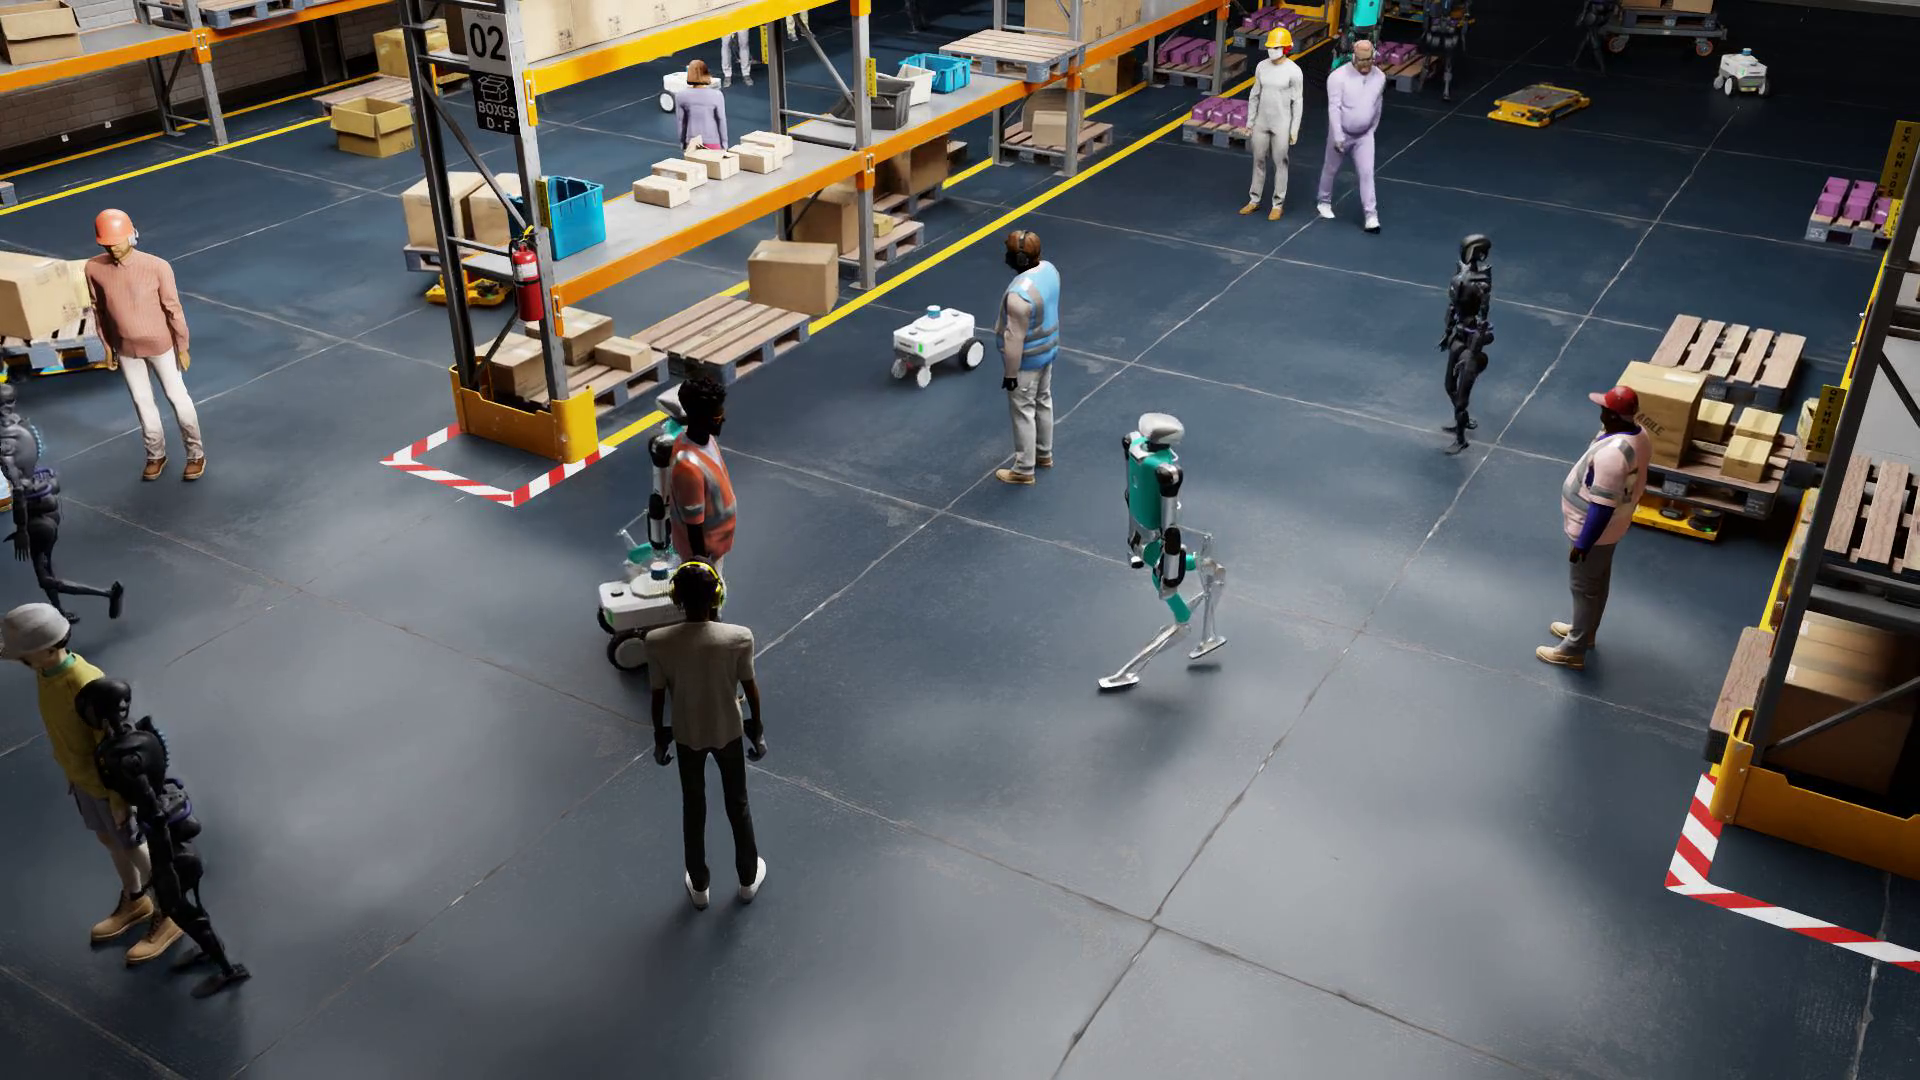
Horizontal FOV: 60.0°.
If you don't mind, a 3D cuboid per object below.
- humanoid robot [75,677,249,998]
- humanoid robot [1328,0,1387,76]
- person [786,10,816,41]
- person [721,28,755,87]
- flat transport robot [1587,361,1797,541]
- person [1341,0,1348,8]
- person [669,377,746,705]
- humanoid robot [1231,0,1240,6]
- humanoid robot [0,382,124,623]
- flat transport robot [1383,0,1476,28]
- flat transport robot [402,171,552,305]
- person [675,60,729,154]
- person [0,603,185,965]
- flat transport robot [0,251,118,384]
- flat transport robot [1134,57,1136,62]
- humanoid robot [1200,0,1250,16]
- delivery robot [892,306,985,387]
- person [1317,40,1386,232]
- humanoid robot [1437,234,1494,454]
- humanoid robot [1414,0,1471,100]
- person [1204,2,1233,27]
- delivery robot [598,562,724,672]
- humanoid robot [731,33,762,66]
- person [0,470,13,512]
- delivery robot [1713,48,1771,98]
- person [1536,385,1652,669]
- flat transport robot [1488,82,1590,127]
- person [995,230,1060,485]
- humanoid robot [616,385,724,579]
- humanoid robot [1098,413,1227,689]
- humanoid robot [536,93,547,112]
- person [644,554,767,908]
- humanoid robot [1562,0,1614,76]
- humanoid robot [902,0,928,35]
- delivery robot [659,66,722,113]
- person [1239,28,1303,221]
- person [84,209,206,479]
[{"bbox_3d":[-3.453,1.291,7.230,0.364,1.649,0.609,-18,34,-29],"label":"humanoid robot"},{"bbox_3d":[4.709,-6.017,19.995,0.532,1.699,0.737,-10,31,-17],"label":"humanoid robot"},{"bbox_3d":[-2.275,-8.005,23.594,0.568,1.747,0.338,-24,37,-36],"label":"person"},{"bbox_3d":[-2.895,-6.792,21.263,0.492,1.943,0.428,-8,30,-14],"label":"person"},{"bbox_3d":[5.111,-0.433,11.707,0.659,0.231,1.431,17,34,27],"label":"flat transport robot"},{"bbox_3d":[6.055,-9.091,25.513,0.341,1.748,0.572,-12,32,-21],"label":"person"},{"bbox_3d":[-1.405,0.004,9.213,0.363,1.961,0.611,-2,30,-3],"label":"person"},{"bbox_3d":[4.096,-9.052,25.543,0.634,1.633,0.589,-21,36,-32],"label":"humanoid robot"},{"bbox_3d":[-5.431,-0.212,9.889,0.536,1.634,0.583,-11,31,-19],"label":"humanoid robot"},{"bbox_3d":[6.910,-7.882,24.884,0.659,0.231,1.431,-26,39,-38],"label":"flat transport robot"},{"bbox_3d":[-4.330,-2.521,15.401,0.659,0.231,1.431,5,30,8],"label":"flat transport robot"},{"bbox_3d":[-2.550,-3.940,16.530,0.498,1.629,0.288,3,30,5],"label":"person"},{"bbox_3d":[-3.845,1.070,7.414,0.470,1.881,0.415,20,35,31],"label":"person"},{"bbox_3d":[-7.373,-1.553,13.689,1.431,0.231,0.659,-11,31,-18],"label":"flat transport robot"},{"bbox_3d":[1.746,-6.350,22.174,0.659,0.231,1.431,17,33,27],"label":"flat transport robot"},{"bbox_3d":[3.961,-8.747,24.958,0.944,1.788,0.539,0,29,-1],"label":"humanoid robot"},{"bbox_3d":[-0.200,-1.612,13.496,0.499,0.589,0.784,23,37,35],"label":"delivery robot"},{"bbox_3d":[3.892,-3.996,16.424,0.627,1.843,0.986,-6,30,-10],"label":"person"},{"bbox_3d":[3.722,-1.439,12.061,0.445,1.647,0.609,-3,30,-6],"label":"humanoid robot"},{"bbox_3d":[6.001,-6.300,20.671,0.589,1.632,0.447,14,32,23],"label":"humanoid robot"},{"bbox_3d":[3.840,-8.479,24.350,0.508,1.838,0.341,12,32,20],"label":"person"},{"bbox_3d":[-1.785,0.416,9.923,0.807,0.603,0.499,-9,31,-16],"label":"delivery robot"},{"bbox_3d":[-2.927,-7.090,21.857,0.735,1.677,0.533,-25,38,-37],"label":"humanoid robot"},{"bbox_3d":[-6.763,-1.119,11.171,0.376,1.994,0.610,-13,32,-21],"label":"person"},{"bbox_3d":[9.948,-5.929,21.145,0.523,0.599,0.771,0,29,0],"label":"delivery robot"},{"bbox_3d":[3.652,-0.081,9.575,0.420,1.752,0.625,18,34,29],"label":"person"},{"bbox_3d":[7.103,-5.326,20.364,0.659,0.231,1.431,24,37,36],"label":"flat transport robot"},{"bbox_3d":[0.457,-1.273,11.612,0.431,1.838,0.630,14,32,23],"label":"person"},{"bbox_3d":[-1.737,-0.087,9.692,0.818,1.859,0.556,18,34,29],"label":"humanoid robot"},{"bbox_3d":[1.291,0.061,9.388,1.029,1.765,0.541,-11,31,-18],"label":"humanoid robot"},{"bbox_3d":[-5.218,-5.964,20.129,0.535,1.871,0.807,19,34,30],"label":"humanoid robot"},{"bbox_3d":[-1.167,0.901,7.722,0.529,1.869,0.316,-4,30,-7],"label":"person"},{"bbox_3d":[8.379,-6.963,21.886,0.598,1.631,0.771,-23,37,-35],"label":"humanoid robot"},{"bbox_3d":[-0.714,-8.124,23.890,0.425,1.644,0.613,10,31,17],"label":"humanoid robot"},{"bbox_3d":[-3.291,-5.516,20.402,0.735,0.587,0.523,16,33,26],"label":"delivery robot"},{"bbox_3d":[3.129,-4.162,16.653,0.584,1.894,0.359,20,35,31],"label":"person"},{"bbox_3d":[-5.685,-1.353,11.596,0.610,1.986,0.402,-1,29,-1],"label":"person"}]
